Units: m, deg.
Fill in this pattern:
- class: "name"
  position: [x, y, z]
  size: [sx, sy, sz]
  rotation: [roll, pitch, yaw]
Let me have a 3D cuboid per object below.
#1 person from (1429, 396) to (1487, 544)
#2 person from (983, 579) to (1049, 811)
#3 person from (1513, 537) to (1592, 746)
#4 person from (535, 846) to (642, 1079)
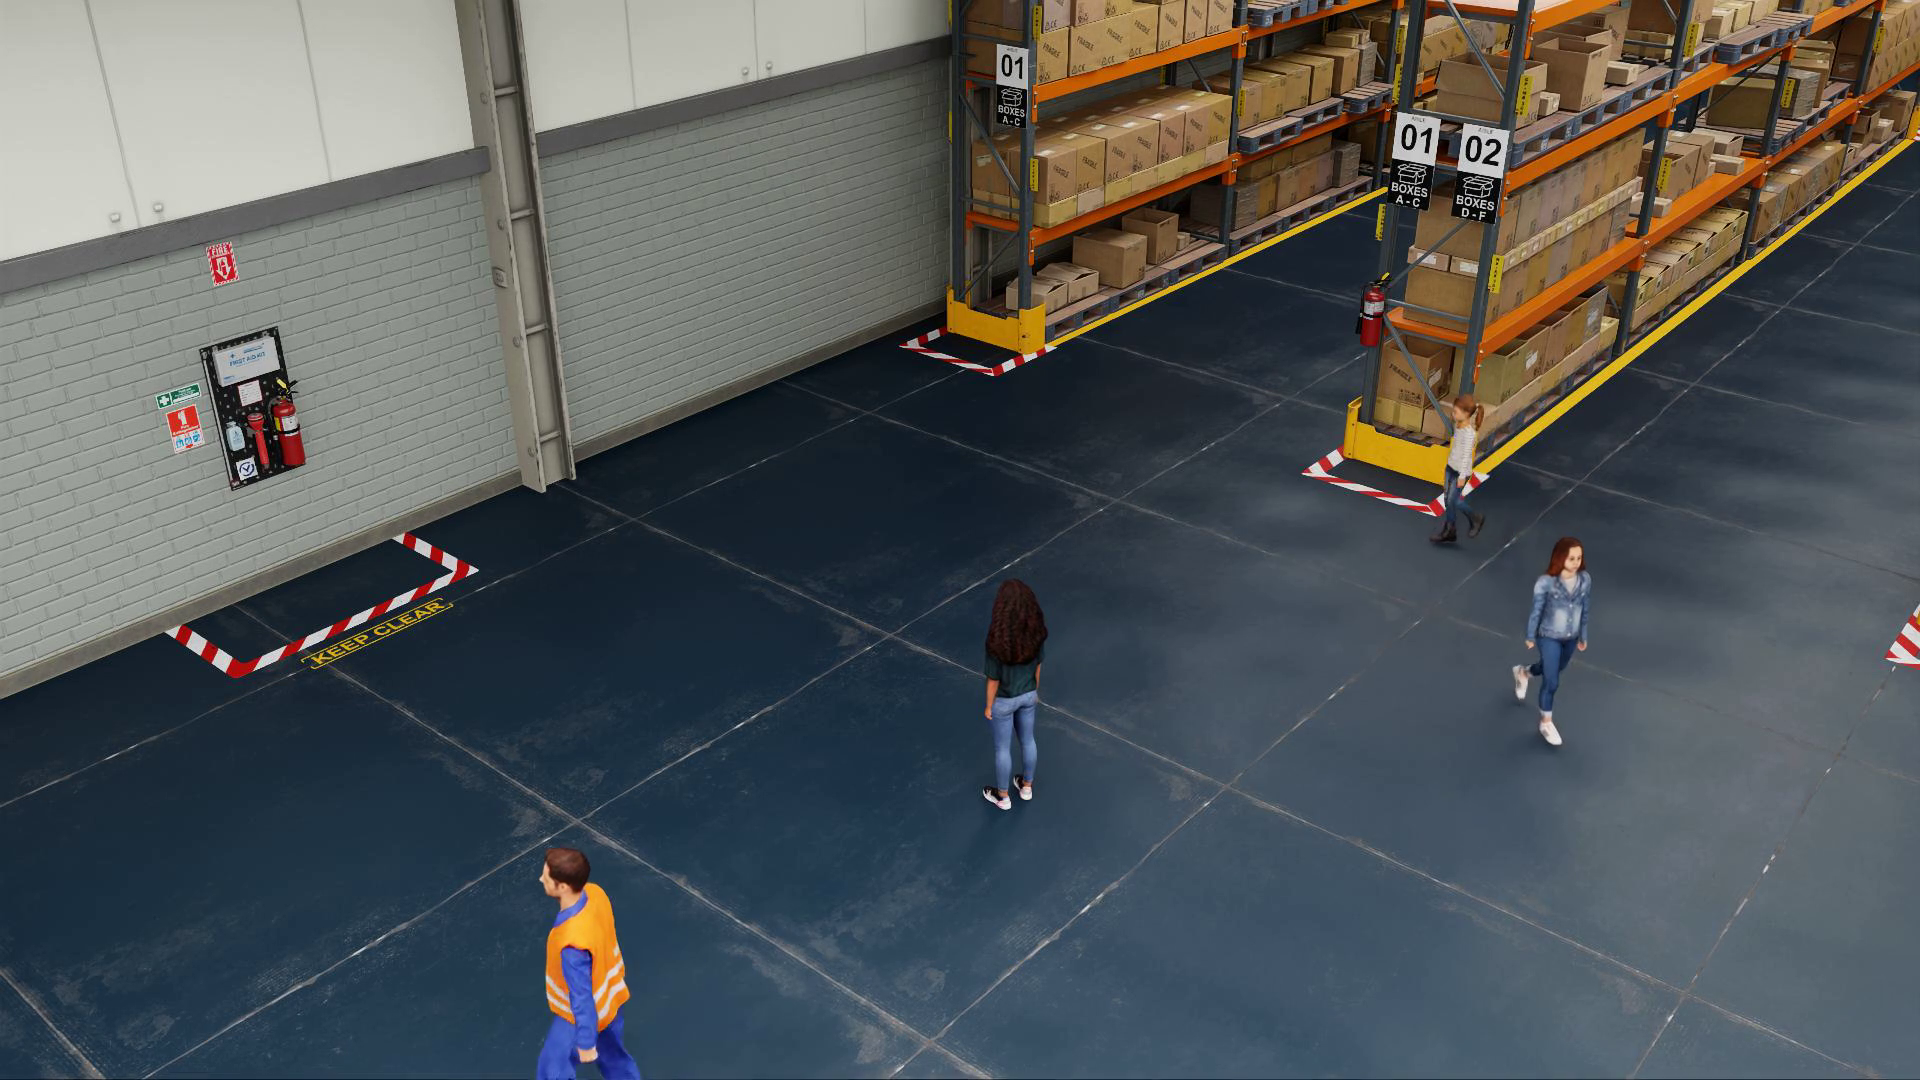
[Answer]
- class: "person"
  position: [4.185, -0.565, 13.747]
  size: [0.762, 1.304, 0.700]
  rotation: [-3, 28, -6]
- class: "person"
  position: [0.335, 0.974, 10.523]
  size: [0.639, 1.617, 0.741]
  rotation: [-15, 32, -26]
- class: "person"
  position: [4.045, 0.620, 11.357]
  size: [0.950, 1.458, 0.938]
  rotation: [-7, 29, -13]
- class: "person"
  position: [-1.679, 2.232, 7.916]
  size: [0.990, 1.847, 0.933]
  rotation: [0, 28, 0]
